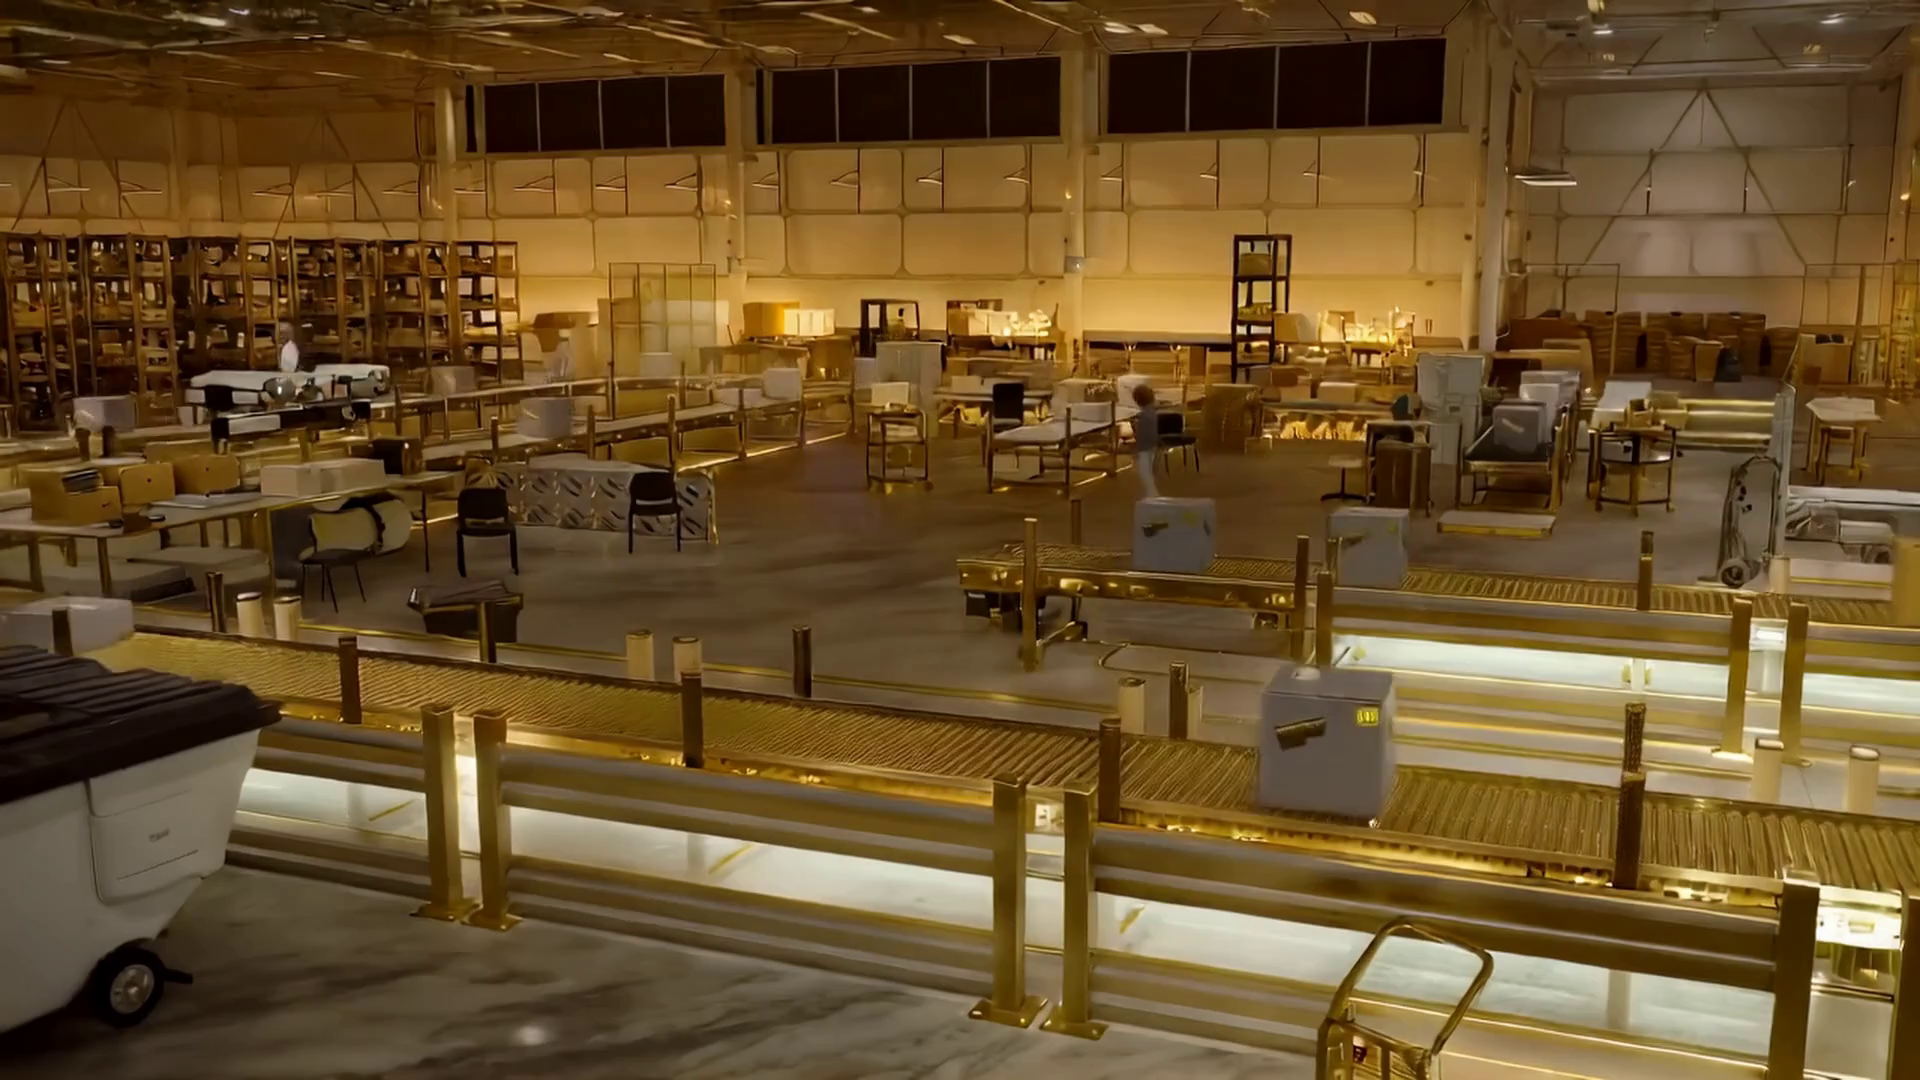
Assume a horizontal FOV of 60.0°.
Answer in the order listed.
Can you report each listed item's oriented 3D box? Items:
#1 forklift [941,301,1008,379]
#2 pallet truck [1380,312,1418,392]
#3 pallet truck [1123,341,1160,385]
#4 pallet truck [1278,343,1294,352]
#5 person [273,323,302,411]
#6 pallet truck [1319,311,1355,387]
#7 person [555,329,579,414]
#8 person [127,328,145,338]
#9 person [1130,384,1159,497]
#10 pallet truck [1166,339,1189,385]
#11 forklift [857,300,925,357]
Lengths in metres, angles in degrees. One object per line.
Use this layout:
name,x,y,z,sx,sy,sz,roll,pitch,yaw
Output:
forklift,0.365,-4.966,41.571,1.157,1.987,2.680,3,10,20
pallet truck,10.207,-4.283,38.369,0.823,1.965,1.885,3,10,20
pallet truck,4.445,-4.380,41.279,0.680,1.201,1.601,4,10,22
pallet truck,7.886,-4.163,39.743,0.653,1.274,1.630,4,10,22
person,-12.235,-2.904,30.013,0.976,2.003,0.613,-7,12,-36
pallet truck,9.071,-4.419,39.190,0.823,1.965,1.885,5,10,26
person,-7.907,-3.363,33.509,0.554,1.748,0.406,6,11,33
person,-18.686,-4.187,37.879,0.621,1.969,0.771,4,10,25
person,2.244,-1.087,20.173,0.389,1.608,0.536,3,10,18
pallet truck,5.418,-4.269,40.420,0.704,1.261,1.522,3,10,20
forklift,-1.732,-5.109,42.468,1.157,1.987,2.680,4,10,22
